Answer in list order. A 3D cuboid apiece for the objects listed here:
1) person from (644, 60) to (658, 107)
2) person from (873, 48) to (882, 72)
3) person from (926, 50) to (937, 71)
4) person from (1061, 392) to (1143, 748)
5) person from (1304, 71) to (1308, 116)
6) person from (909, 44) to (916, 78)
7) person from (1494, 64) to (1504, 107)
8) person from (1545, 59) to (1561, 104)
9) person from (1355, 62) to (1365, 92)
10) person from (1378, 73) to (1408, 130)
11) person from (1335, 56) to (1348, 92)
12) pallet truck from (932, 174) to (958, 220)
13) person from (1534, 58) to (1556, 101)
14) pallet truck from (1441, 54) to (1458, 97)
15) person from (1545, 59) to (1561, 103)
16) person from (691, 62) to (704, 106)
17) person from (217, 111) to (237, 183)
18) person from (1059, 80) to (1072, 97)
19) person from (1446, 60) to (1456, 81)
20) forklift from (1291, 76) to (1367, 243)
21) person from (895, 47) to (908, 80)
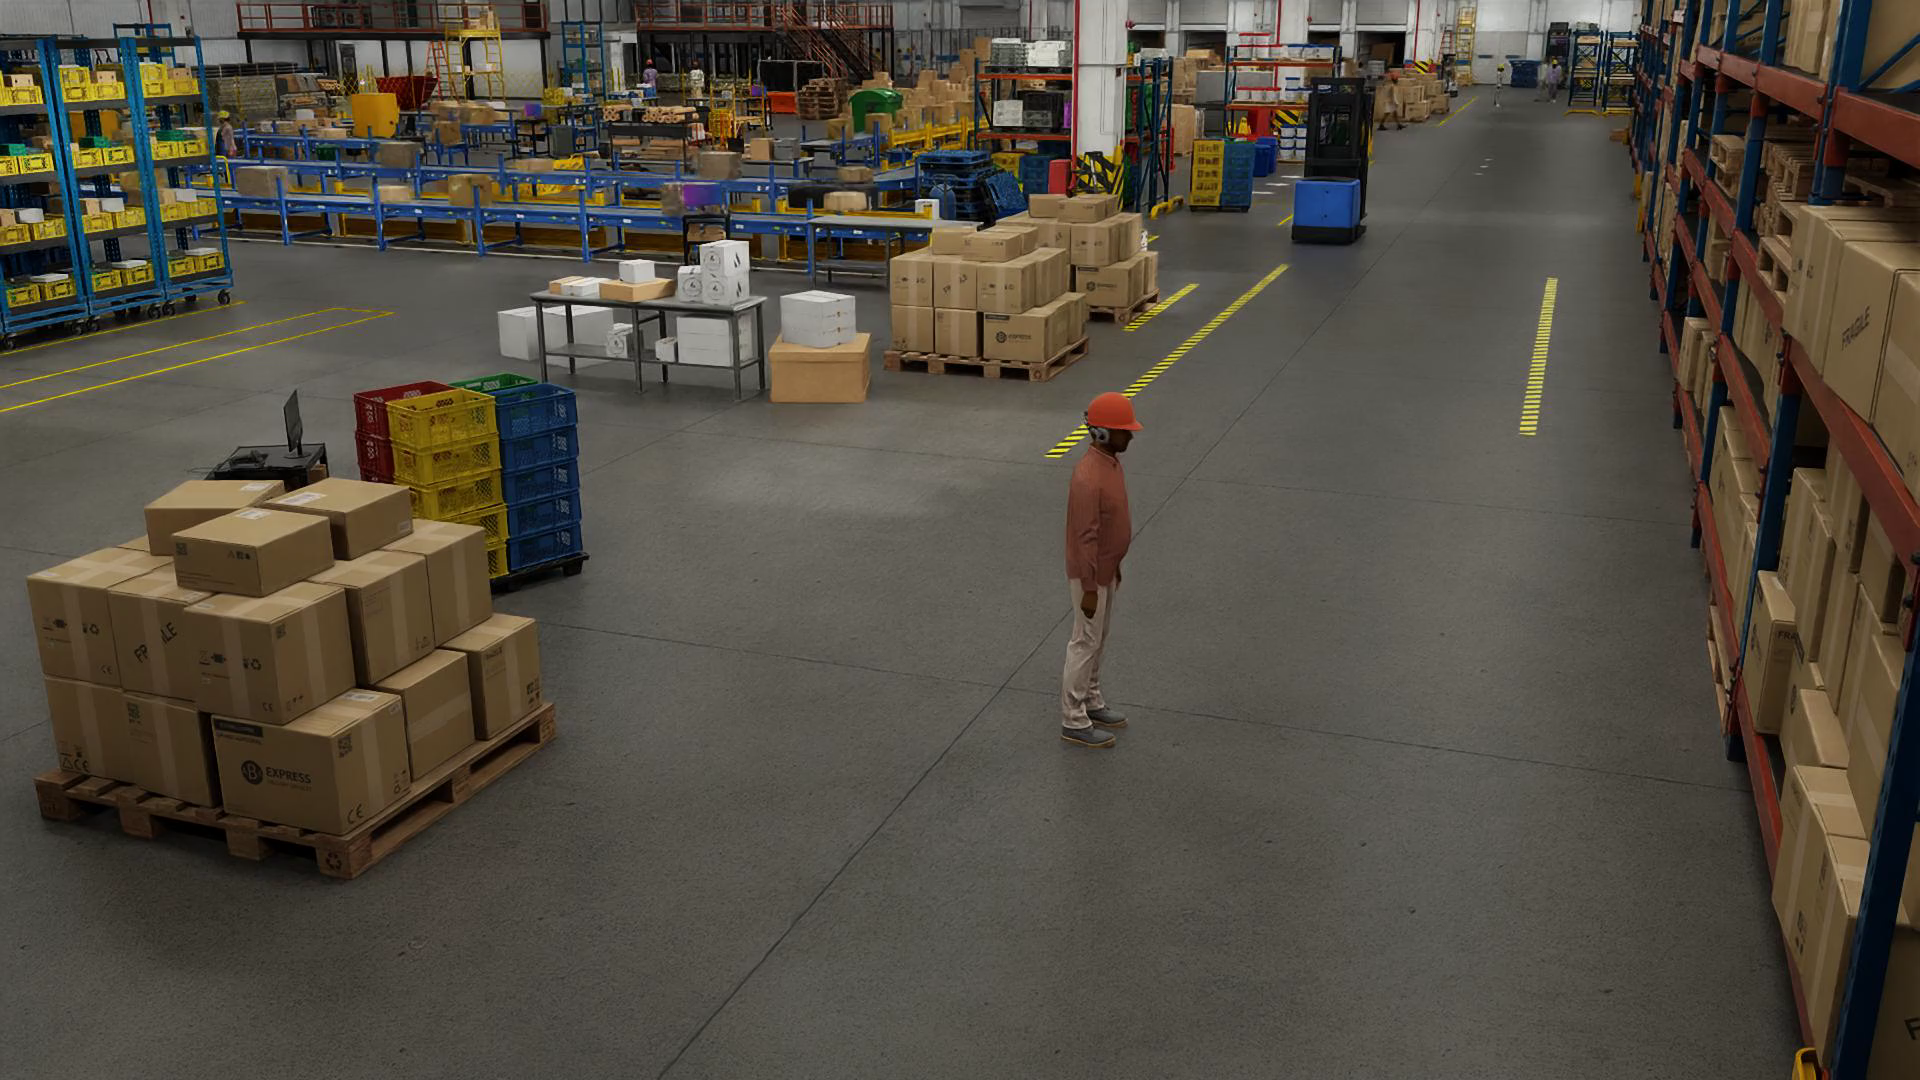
[{"bbox_3d":[-12.427,-18.231,66.796,0.611,2.042,0.394,-16,24,-41],"label":"person"},{"bbox_3d":[-4.768,-28.092,98.159,0.646,1.805,0.883,-7,19,-21],"label":"person"},{"bbox_3d":[-1.528,-25.272,89.116,0.582,1.917,0.506,5,18,16],"label":"person"},{"bbox_3d":[0.774,0.162,9.109,0.409,1.987,0.608,5,18,15],"label":"person"},{"bbox_3d":[13.058,-16.876,63.055,0.895,1.711,0.543,12,21,34],"label":"person"},{"bbox_3d":[-2.877,-29.046,100.858,0.375,1.995,0.610,-2,18,-7],"label":"person"},{"bbox_3d":[22.921,-19.304,70.657,0.294,1.744,0.486,8,19,23],"label":"person"},{"bbox_3d":[25.841,-19.967,72.478,0.593,1.912,0.524,8,19,23],"label":"person"},{"bbox_3d":[17.334,-19.758,71.951,0.525,1.835,0.909,-6,19,-18],"label":"person"},{"bbox_3d":[14.727,-14.851,56.428,0.996,1.881,0.554,5,18,14],"label":"person"},{"bbox_3d":[18.504,-22.595,80.869,0.748,1.822,0.637,8,19,25],"label":"person"},{"bbox_3d":[-0.507,-5.292,27.348,0.653,1.274,1.630,6,19,19],"label":"pallet truck"},{"bbox_3d":[26.354,-20.672,74.713,1.008,1.891,0.651,-4,18,-13],"label":"person"},{"bbox_3d":[22.765,-21.886,78.355,0.823,1.965,1.885,-4,18,-14],"label":"pallet truck"},{"bbox_3d":[26.184,-20.308,73.557,0.614,1.892,0.818,13,22,34],"label":"person"},{"bbox_3d":[-10.917,-18.866,69.053,0.576,1.883,0.362,8,19,23],"label":"person"},{"bbox_3d":[-16.562,-8.824,37.690,0.331,1.768,0.526,-11,21,-30],"label":"person"},{"bbox_3d":[4.071,-16.700,62.136,0.641,1.946,0.974,-15,23,-39],"label":"person"},{"bbox_3d":[23.388,-22.072,79.452,0.533,1.675,0.609,-9,20,-27],"label":"person"},{"bbox_3d":[6.598,-6.755,29.381,1.129,2.768,1.873,6,19,19],"label":"forklift"},{"bbox_3d":[-3.511,-28.177,98.274,0.854,1.901,0.593,11,21,30],"label":"person"}]
